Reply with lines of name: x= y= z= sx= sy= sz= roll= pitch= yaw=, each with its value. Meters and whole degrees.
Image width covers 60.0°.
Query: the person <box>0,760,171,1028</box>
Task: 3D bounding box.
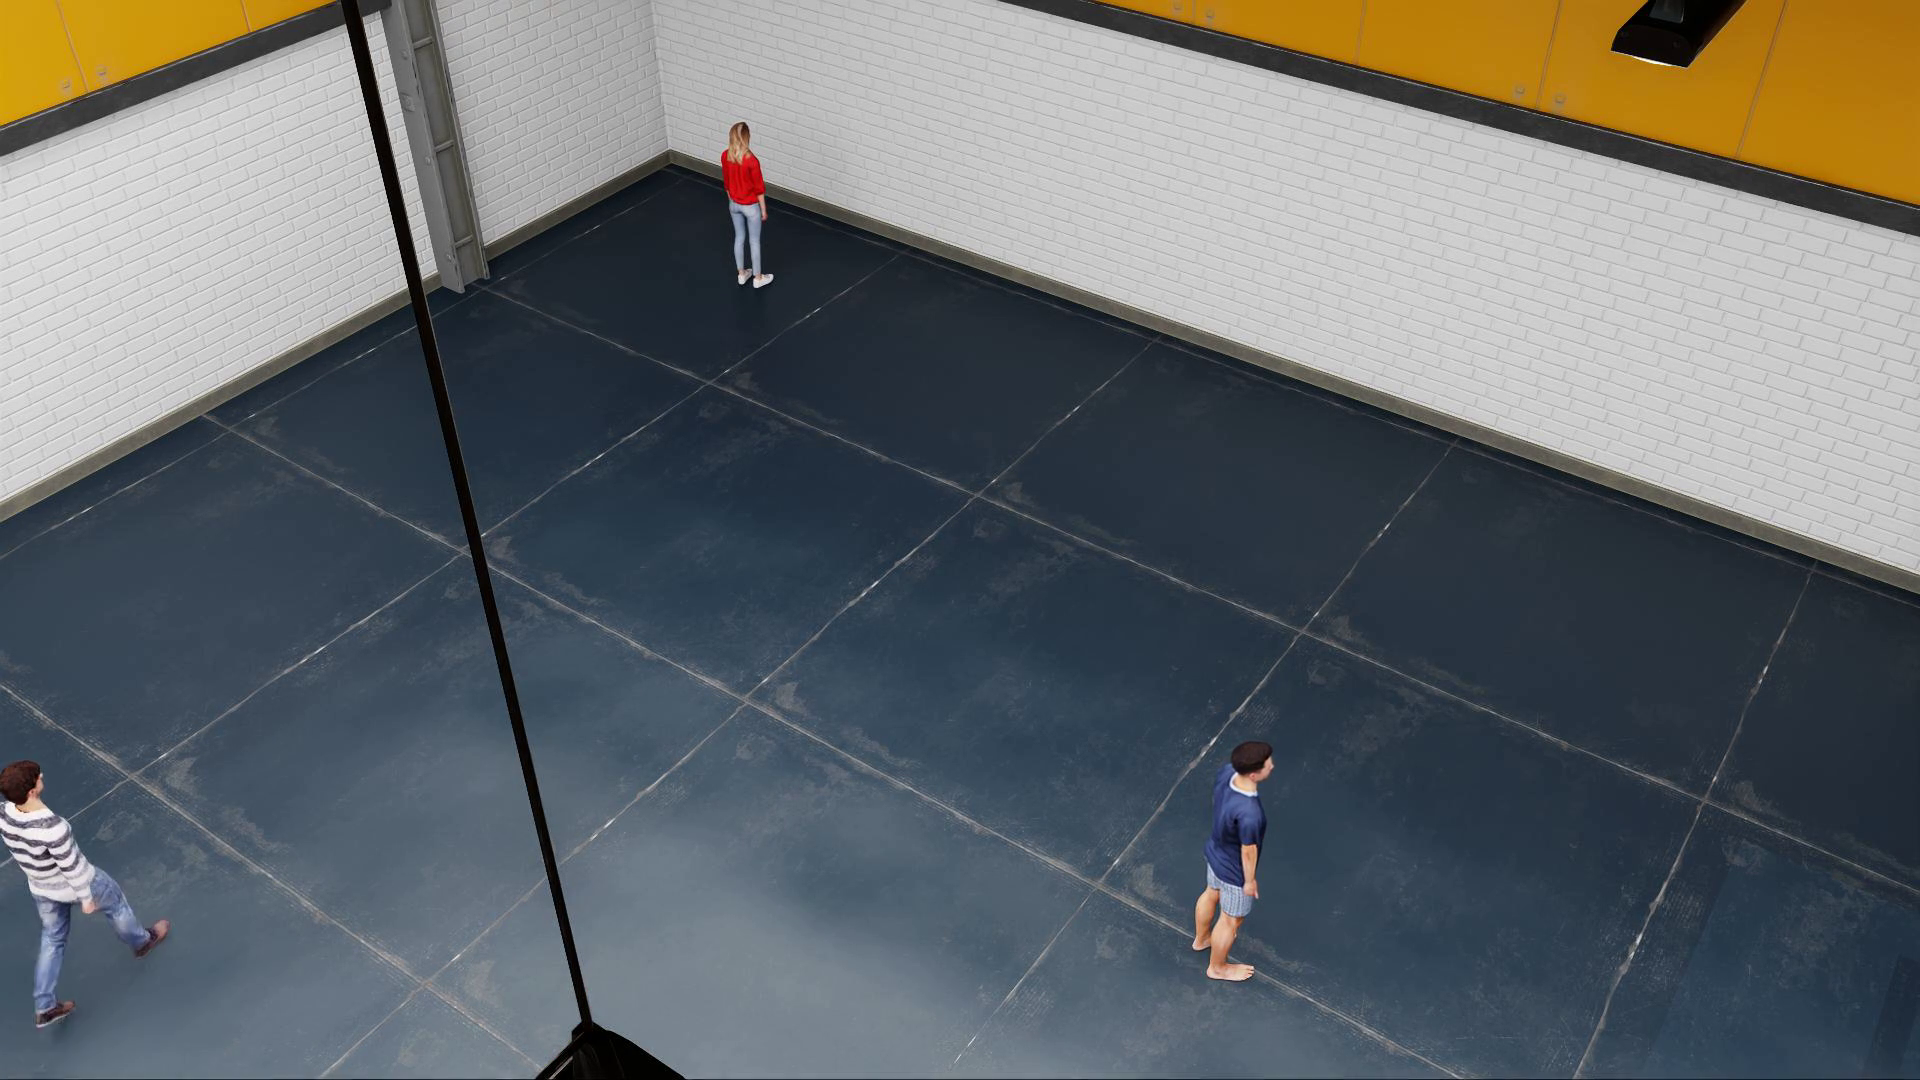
person: x=-5.213 y=2.029 z=9.515 sx=0.912 sy=1.816 sz=1.250 roll=10 pitch=40 yaw=12

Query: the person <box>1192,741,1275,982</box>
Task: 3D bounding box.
person: x=1.589 y=1.853 z=9.710 sx=0.747 sy=1.846 sz=0.702 roll=-9 pitch=39 yaw=-11

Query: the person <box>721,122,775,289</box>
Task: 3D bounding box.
person: x=-2.095 y=-3.267 z=16.235 sx=0.639 sy=1.705 sz=0.541 roll=18 pitch=42 yaw=21
